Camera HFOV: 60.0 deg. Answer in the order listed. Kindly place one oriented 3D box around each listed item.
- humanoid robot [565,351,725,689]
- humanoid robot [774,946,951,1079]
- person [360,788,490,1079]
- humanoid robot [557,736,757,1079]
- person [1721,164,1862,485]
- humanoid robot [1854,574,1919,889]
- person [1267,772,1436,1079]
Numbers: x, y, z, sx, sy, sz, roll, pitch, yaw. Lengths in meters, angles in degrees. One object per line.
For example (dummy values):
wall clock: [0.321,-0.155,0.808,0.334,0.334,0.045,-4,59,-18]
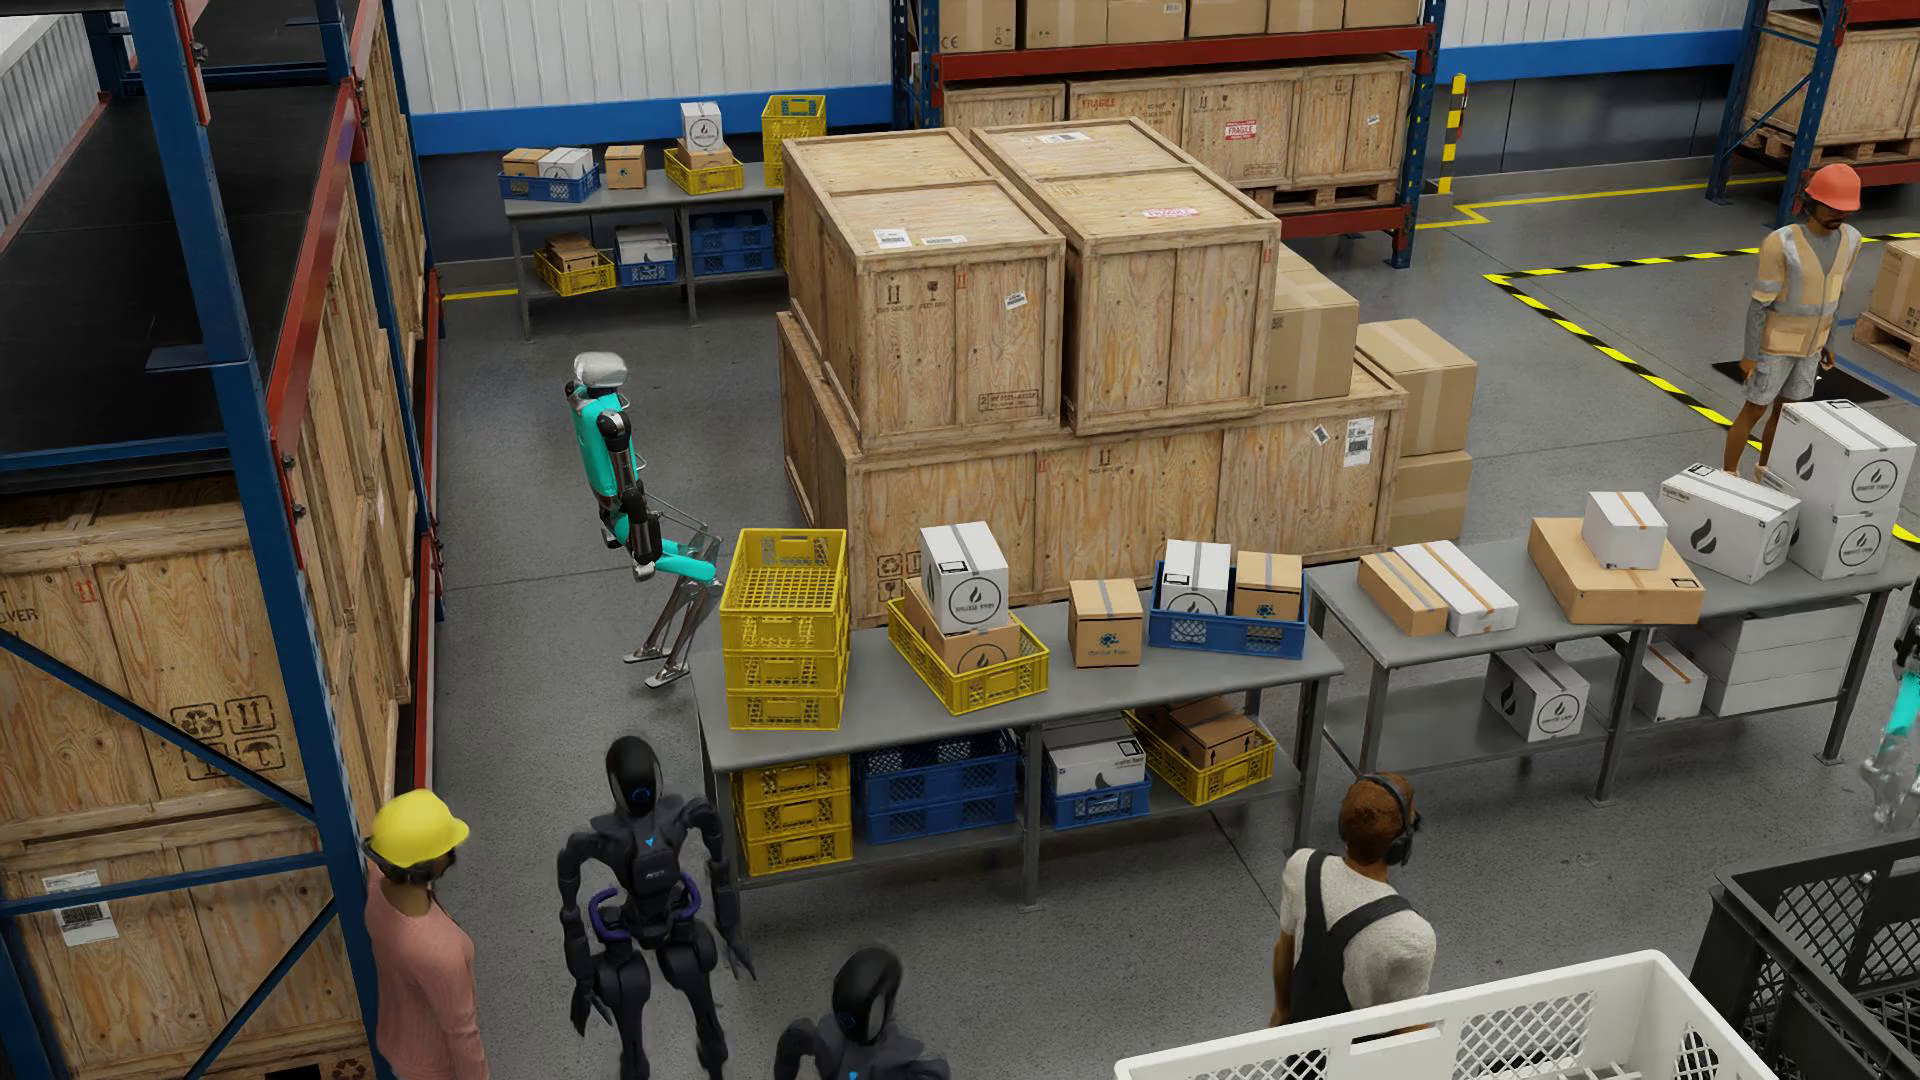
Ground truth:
humanoid robot: [-1.375,-0.121,7.674,0.735,1.677,0.533,-16,33,-27]
humanoid robot: [-0.249,1.745,4.527,0.601,1.644,0.598,9,30,16]
person: [-1.519,1.474,4.899,0.351,1.758,0.524,-24,37,-36]
humanoid robot: [-0.984,1.283,5.331,0.600,1.644,0.424,-14,32,-24]
person: [4.643,-1.092,9.264,0.613,2.040,0.373,-8,30,-14]
humanoid robot: [3.843,0.589,6.592,0.864,1.790,0.540,-19,34,-31]
person: [1.127,1.470,4.823,0.342,1.839,0.556,-20,34,-31]
